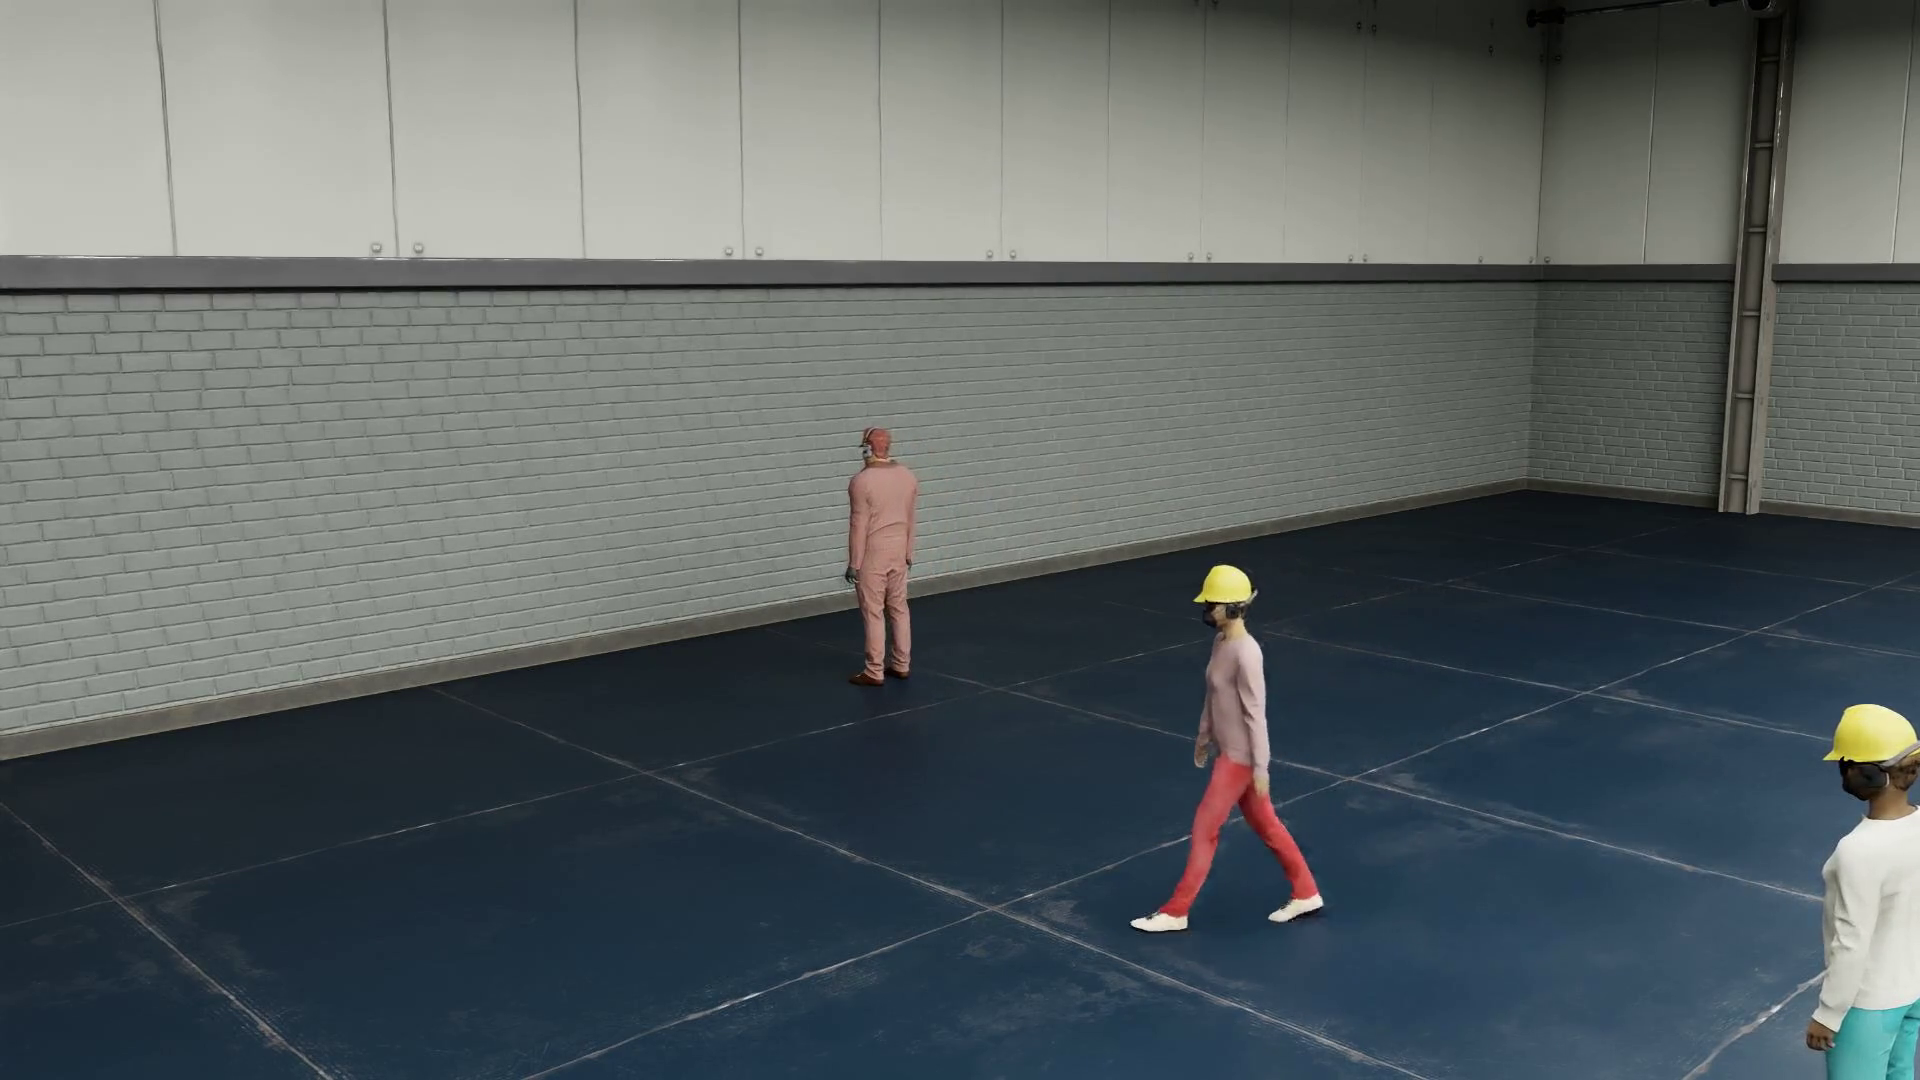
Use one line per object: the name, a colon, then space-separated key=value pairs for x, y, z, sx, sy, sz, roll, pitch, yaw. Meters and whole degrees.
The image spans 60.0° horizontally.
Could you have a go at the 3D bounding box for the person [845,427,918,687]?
person: x=-0.605 y=0.120 z=12.245 sx=0.403 sy=1.904 sz=0.652 roll=8 pitch=12 yaw=42

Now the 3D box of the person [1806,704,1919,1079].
person: x=2.721 y=1.360 z=5.010 sx=0.522 sy=1.761 sz=0.322 roll=-7 pitch=12 yaw=-38

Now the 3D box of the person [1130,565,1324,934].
person: x=1.279 y=0.960 z=7.625 sx=0.916 sy=1.720 sz=0.540 roll=0 pitch=9 yaw=-1
